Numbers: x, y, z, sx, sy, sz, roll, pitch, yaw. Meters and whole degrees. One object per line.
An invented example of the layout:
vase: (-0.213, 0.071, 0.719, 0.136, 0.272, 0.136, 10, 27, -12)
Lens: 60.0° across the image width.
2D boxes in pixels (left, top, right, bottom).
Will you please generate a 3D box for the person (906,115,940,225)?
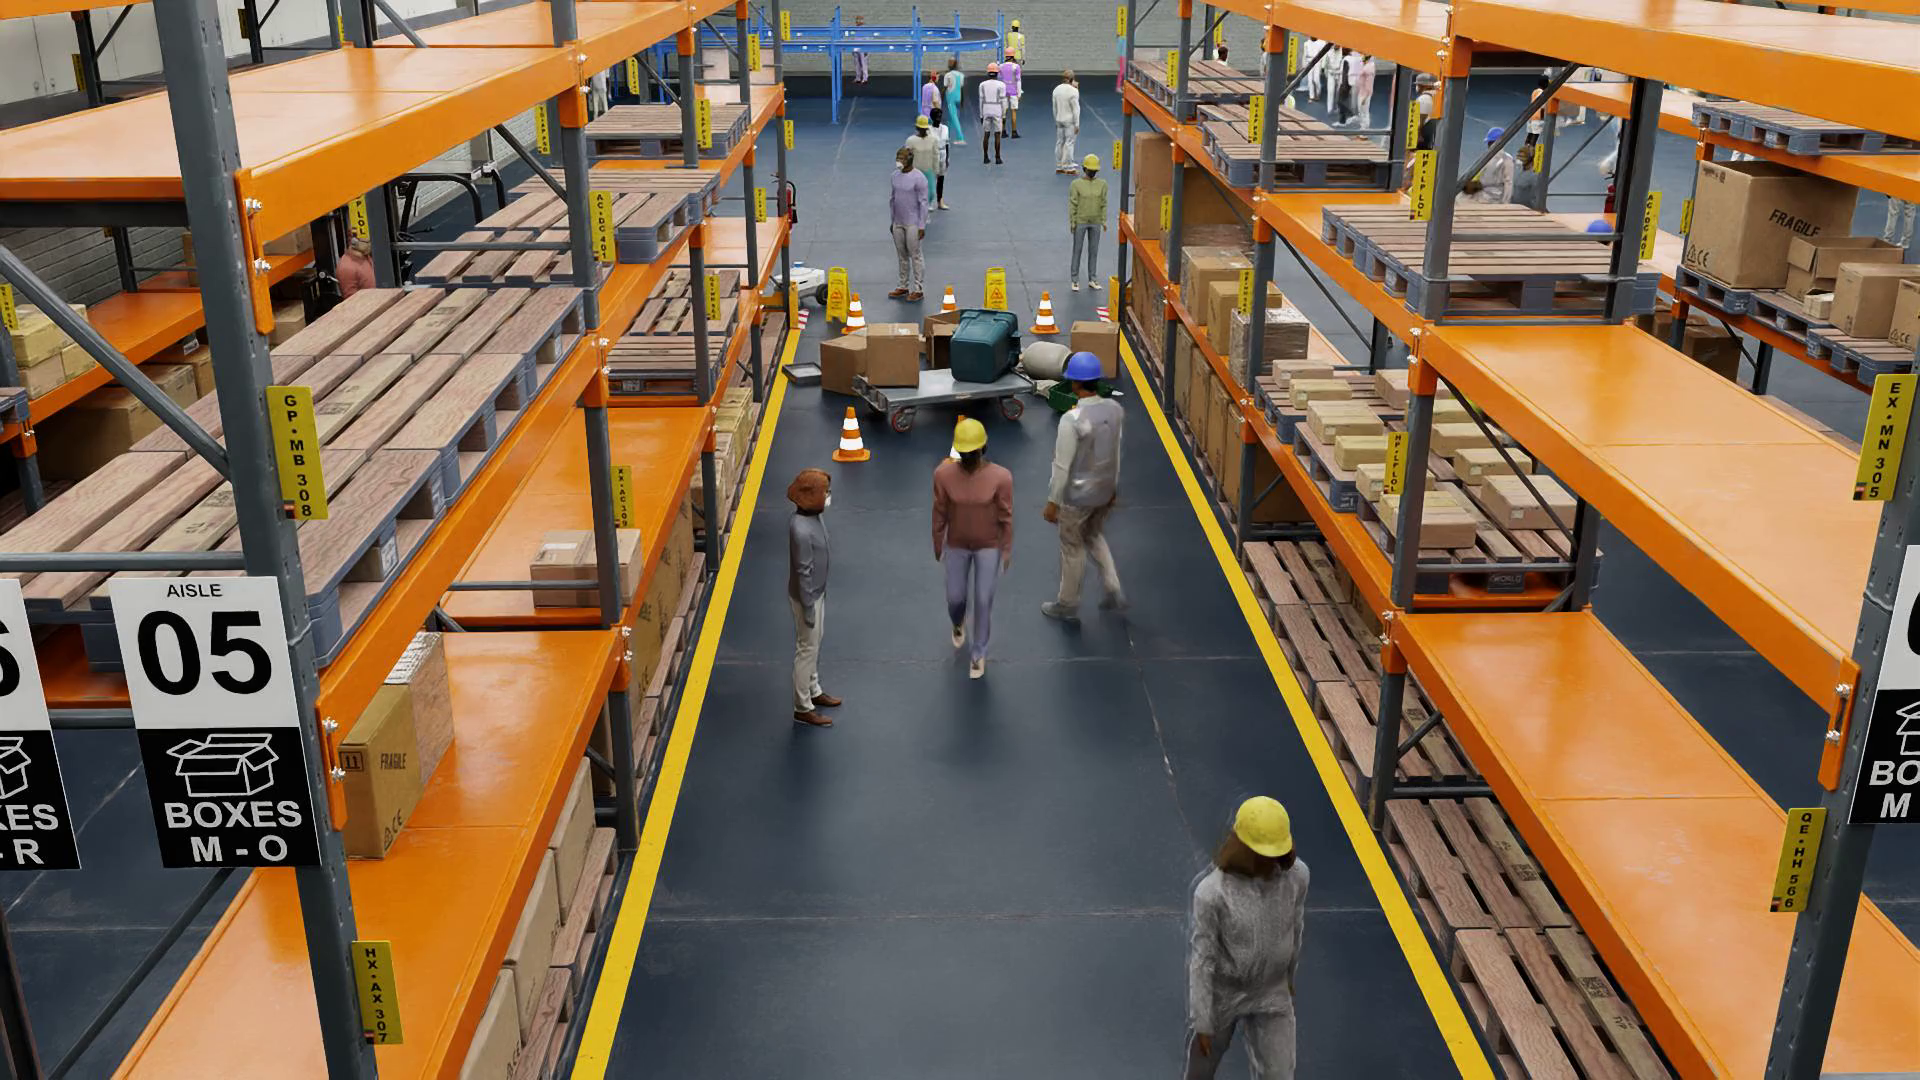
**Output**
person: (-0.577, -5.752, 25.968, 0.589, 1.740, 0.444, -6, 22, -16)

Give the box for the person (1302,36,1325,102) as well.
person: (9.187, -12.319, 43.176, 0.604, 1.862, 0.409, 13, 24, 31)

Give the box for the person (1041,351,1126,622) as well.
person: (0.834, -0.347, 11.412, 0.507, 1.936, 0.638, 17, 26, 37)

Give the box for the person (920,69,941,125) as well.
person: (-0.553, -8.181, 32.255, 0.390, 1.841, 0.563, -11, 23, -26)

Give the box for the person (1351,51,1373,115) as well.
person: (9.621, -11.084, 39.895, 0.603, 1.878, 1.002, 10, 23, 25)

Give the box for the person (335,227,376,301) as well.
person: (-5.725, -2.100, 16.102, 0.408, 1.903, 0.638, -1, 21, -2)

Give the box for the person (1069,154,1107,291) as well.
person: (1.672, -4.134, 21.666, 0.522, 1.767, 0.316, -6, 22, -16)

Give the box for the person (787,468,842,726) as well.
person: (-0.895, 0.335, 10.050, 0.288, 1.626, 0.508, 1, 21, 3)

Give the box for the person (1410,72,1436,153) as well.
person: (8.220, -7.337, 29.748, 0.539, 2.000, 0.687, 14, 25, 32)

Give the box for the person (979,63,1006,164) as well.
person: (0.646, -8.344, 32.570, 0.543, 1.929, 0.386, 7, 22, 19)

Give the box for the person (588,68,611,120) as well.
person: (-7.965, -9.872, 36.710, 0.506, 1.859, 0.327, -2, 21, -6)

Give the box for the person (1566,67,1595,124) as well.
person: (14.456, -10.667, 38.719, 0.597, 1.916, 0.370, 2, 21, 4)

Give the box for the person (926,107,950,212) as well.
person: (-0.407, -6.278, 27.437, 0.531, 1.689, 0.322, -15, 25, -34)

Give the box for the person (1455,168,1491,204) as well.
person: (6.403, -3.828, 20.912, 0.485, 1.725, 0.698, 11, 23, 27)

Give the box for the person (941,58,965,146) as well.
person: (-0.178, -9.297, 35.277, 0.934, 1.803, 0.520, 17, 26, 37)

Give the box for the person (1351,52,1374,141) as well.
person: (8.660, -9.533, 35.699, 0.386, 1.939, 0.633, 2, 21, 6)

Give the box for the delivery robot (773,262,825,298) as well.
delivery robot: (-2.022, -3.241, 20.857, 0.477, 0.478, 0.707, 14, 25, 32)

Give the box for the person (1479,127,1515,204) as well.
person: (7.306, -4.684, 22.863, 0.404, 1.945, 0.615, -8, 22, -19)

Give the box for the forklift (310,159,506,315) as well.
forklift: (-5.622, -2.910, 17.832, 2.313, 2.155, 1.214, -1, 21, -1)

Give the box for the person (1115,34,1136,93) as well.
person: (4.569, -13.240, 45.460, 0.642, 1.965, 0.438, -15, 25, -34)

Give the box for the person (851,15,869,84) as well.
person: (-2.885, -14.095, 47.789, 0.409, 1.913, 0.648, -19, 28, -41)

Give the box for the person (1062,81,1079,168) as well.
person: (2.138, -8.025, 32.143, 0.314, 1.632, 0.523, 8, 22, 20)

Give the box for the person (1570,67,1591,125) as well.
person: (14.468, -10.489, 38.663, 0.289, 1.622, 0.508, 14, 25, 33)

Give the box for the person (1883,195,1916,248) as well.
person: (13.849, -5.158, 24.418, 0.486, 1.738, 0.320, 0, 21, 1)

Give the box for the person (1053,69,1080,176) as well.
person: (2.002, -7.807, 31.136, 0.373, 1.937, 0.630, -19, 28, -40)

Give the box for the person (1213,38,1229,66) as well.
person: (6.255, -11.227, 40.322, 0.565, 1.835, 0.394, -16, 26, -36)

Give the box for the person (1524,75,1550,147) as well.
person: (11.372, -8.300, 32.787, 0.324, 1.688, 0.536, -1, 21, -2)

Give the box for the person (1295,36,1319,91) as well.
person: (9.629, -13.354, 45.879, 0.517, 1.880, 0.706, 11, 24, 28)

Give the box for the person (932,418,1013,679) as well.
person: (0.086, 0.017, 10.728, 0.527, 1.745, 0.531, 3, 21, 8)

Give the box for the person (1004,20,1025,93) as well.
person: (1.493, -13.145, 45.256, 0.592, 1.926, 0.366, 7, 22, 18)

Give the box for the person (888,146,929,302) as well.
person: (-0.663, -4.006, 21.084, 0.356, 1.938, 0.638, -19, 28, -40)

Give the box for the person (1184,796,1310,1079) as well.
person: (1.092, 1.732, 6.252, 0.509, 1.689, 0.906, -6, 22, -16)

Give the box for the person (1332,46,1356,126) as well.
person: (8.879, -10.485, 38.256, 0.458, 1.904, 0.598, 9, 22, 22)

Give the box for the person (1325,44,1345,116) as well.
person: (9.176, -11.286, 40.407, 0.615, 1.905, 0.885, 11, 23, 26)

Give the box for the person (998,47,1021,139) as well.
person: (1.095, -9.748, 36.257, 0.545, 1.942, 0.351, 11, 23, 26)
